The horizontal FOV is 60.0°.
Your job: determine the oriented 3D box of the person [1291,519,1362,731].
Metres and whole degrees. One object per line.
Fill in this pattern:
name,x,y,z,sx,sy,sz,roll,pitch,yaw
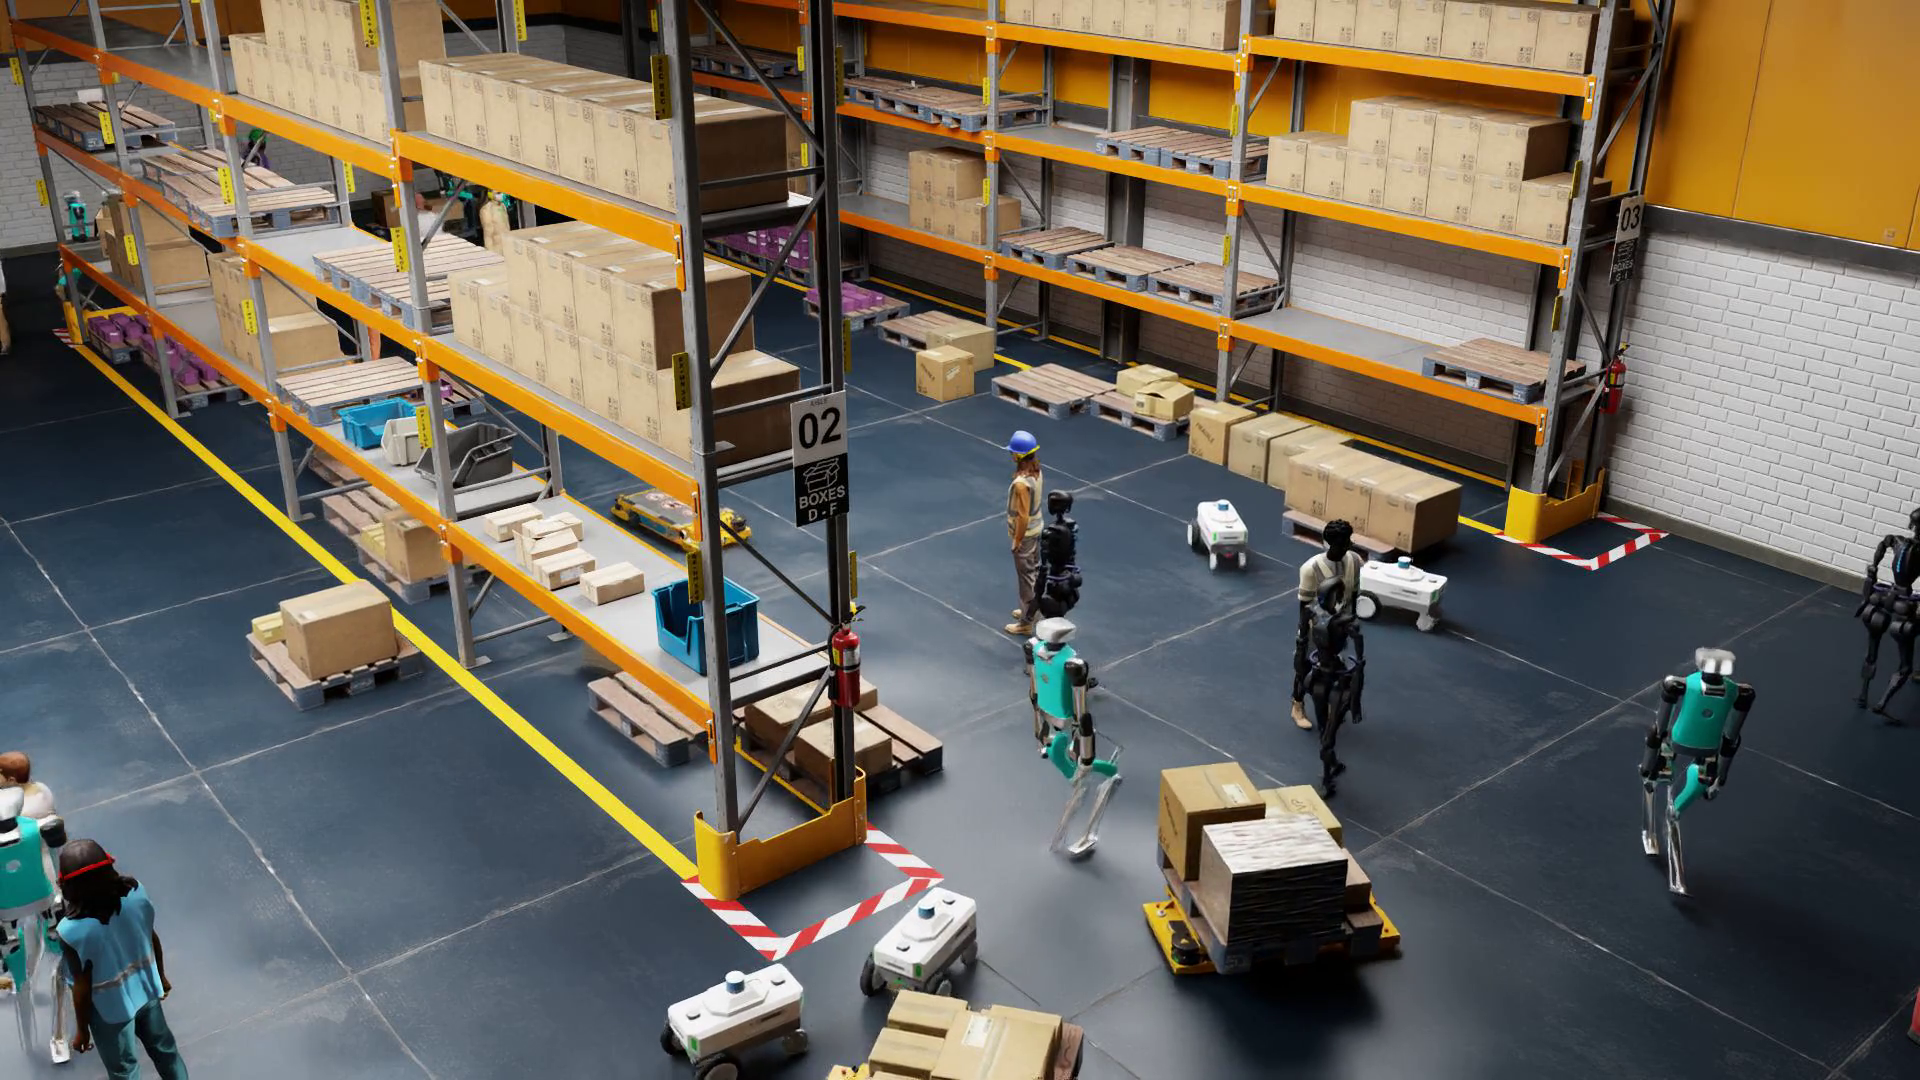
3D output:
person,2.737,0.617,12.422,0.534,1.692,0.320,-10,25,-23

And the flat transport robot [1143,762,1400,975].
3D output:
flat transport robot,1.910,2.330,10.248,1.431,0.231,0.659,-5,24,-11

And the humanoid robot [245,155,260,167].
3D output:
humanoid robot,-10.943,-5.166,25.838,0.381,1.628,0.608,-18,29,-36

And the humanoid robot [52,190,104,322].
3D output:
humanoid robot,-12.203,-3.843,22.714,0.877,1.781,0.558,-15,28,-31

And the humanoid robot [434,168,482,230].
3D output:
humanoid robot,-8.265,-5.858,27.427,1.027,1.775,0.543,-1,23,-3

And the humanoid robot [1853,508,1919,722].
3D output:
humanoid robot,7.065,0.552,12.601,0.487,1.645,0.611,-14,27,-29

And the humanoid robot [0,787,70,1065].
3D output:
humanoid robot,-5.041,2.110,9.044,0.533,1.890,0.700,-14,27,-29

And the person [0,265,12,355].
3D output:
person,-12.427,-3.173,21.145,0.598,1.729,0.514,-4,24,-9

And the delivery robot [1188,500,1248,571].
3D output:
delivery robot,2.433,-0.085,15.468,0.499,0.585,0.784,-2,23,-4

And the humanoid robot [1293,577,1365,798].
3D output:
humanoid robot,2.589,0.986,11.598,0.584,1.628,0.575,21,31,40

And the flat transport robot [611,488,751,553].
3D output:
flat transport robot,-2.727,-0.227,16.169,0.659,0.231,1.431,-21,31,-39

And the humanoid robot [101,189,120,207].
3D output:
humanoid robot,-11.378,-3.994,23.128,0.761,1.852,0.530,-21,31,-40

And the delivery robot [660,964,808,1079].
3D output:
delivery robot,-1.224,2.644,9.152,0.777,0.587,0.499,-15,27,-31

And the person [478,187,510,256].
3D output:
person,-6.358,-3.993,22.867,0.397,1.876,0.553,7,24,15

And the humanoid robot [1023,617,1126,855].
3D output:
humanoid robot,0.808,1.287,10.834,0.766,1.800,0.558,-17,29,-35

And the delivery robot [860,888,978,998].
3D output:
delivery robot,-0.207,2.399,9.752,0.499,0.614,0.812,13,27,27

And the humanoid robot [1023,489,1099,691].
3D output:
humanoid robot,0.808,0.414,12.980,0.695,1.653,0.607,14,27,29

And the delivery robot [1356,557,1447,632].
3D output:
delivery robot,3.767,0.438,14.286,0.807,0.609,0.499,14,27,30

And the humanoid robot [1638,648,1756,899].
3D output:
humanoid robot,4.580,1.393,10.571,0.556,1.730,1.036,4,24,9

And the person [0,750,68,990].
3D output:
person,-5.261,1.930,9.458,0.862,1.609,0.463,-7,24,-16

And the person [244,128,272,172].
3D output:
person,-11.240,-5.647,26.663,0.712,1.894,0.565,-5,24,-12

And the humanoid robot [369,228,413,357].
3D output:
humanoid robot,-7.249,-3.179,21.237,0.386,1.639,0.603,-5,24,-12

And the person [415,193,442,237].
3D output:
person,-7.102,-3.658,22.082,0.457,1.884,0.713,8,25,17

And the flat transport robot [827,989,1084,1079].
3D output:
flat transport robot,-0.077,3.049,8.583,1.431,0.231,0.659,6,24,14

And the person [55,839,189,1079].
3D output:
person,-4.160,2.309,8.281,0.373,1.865,0.535,11,25,23

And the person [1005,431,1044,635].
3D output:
person,0.527,-0.062,13.882,0.326,1.776,0.465,7,24,17

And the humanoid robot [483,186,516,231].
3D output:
humanoid robot,-7.445,-5.761,27.157,0.960,1.764,0.541,18,29,35

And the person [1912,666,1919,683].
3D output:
person,7.814,0.264,12.953,0.547,1.924,0.387,13,27,27

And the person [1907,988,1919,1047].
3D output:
person,5.560,2.014,9.092,0.324,1.766,0.532,18,29,35

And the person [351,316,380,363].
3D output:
person,-7.167,-2.725,20.080,0.503,1.758,0.335,15,27,31
